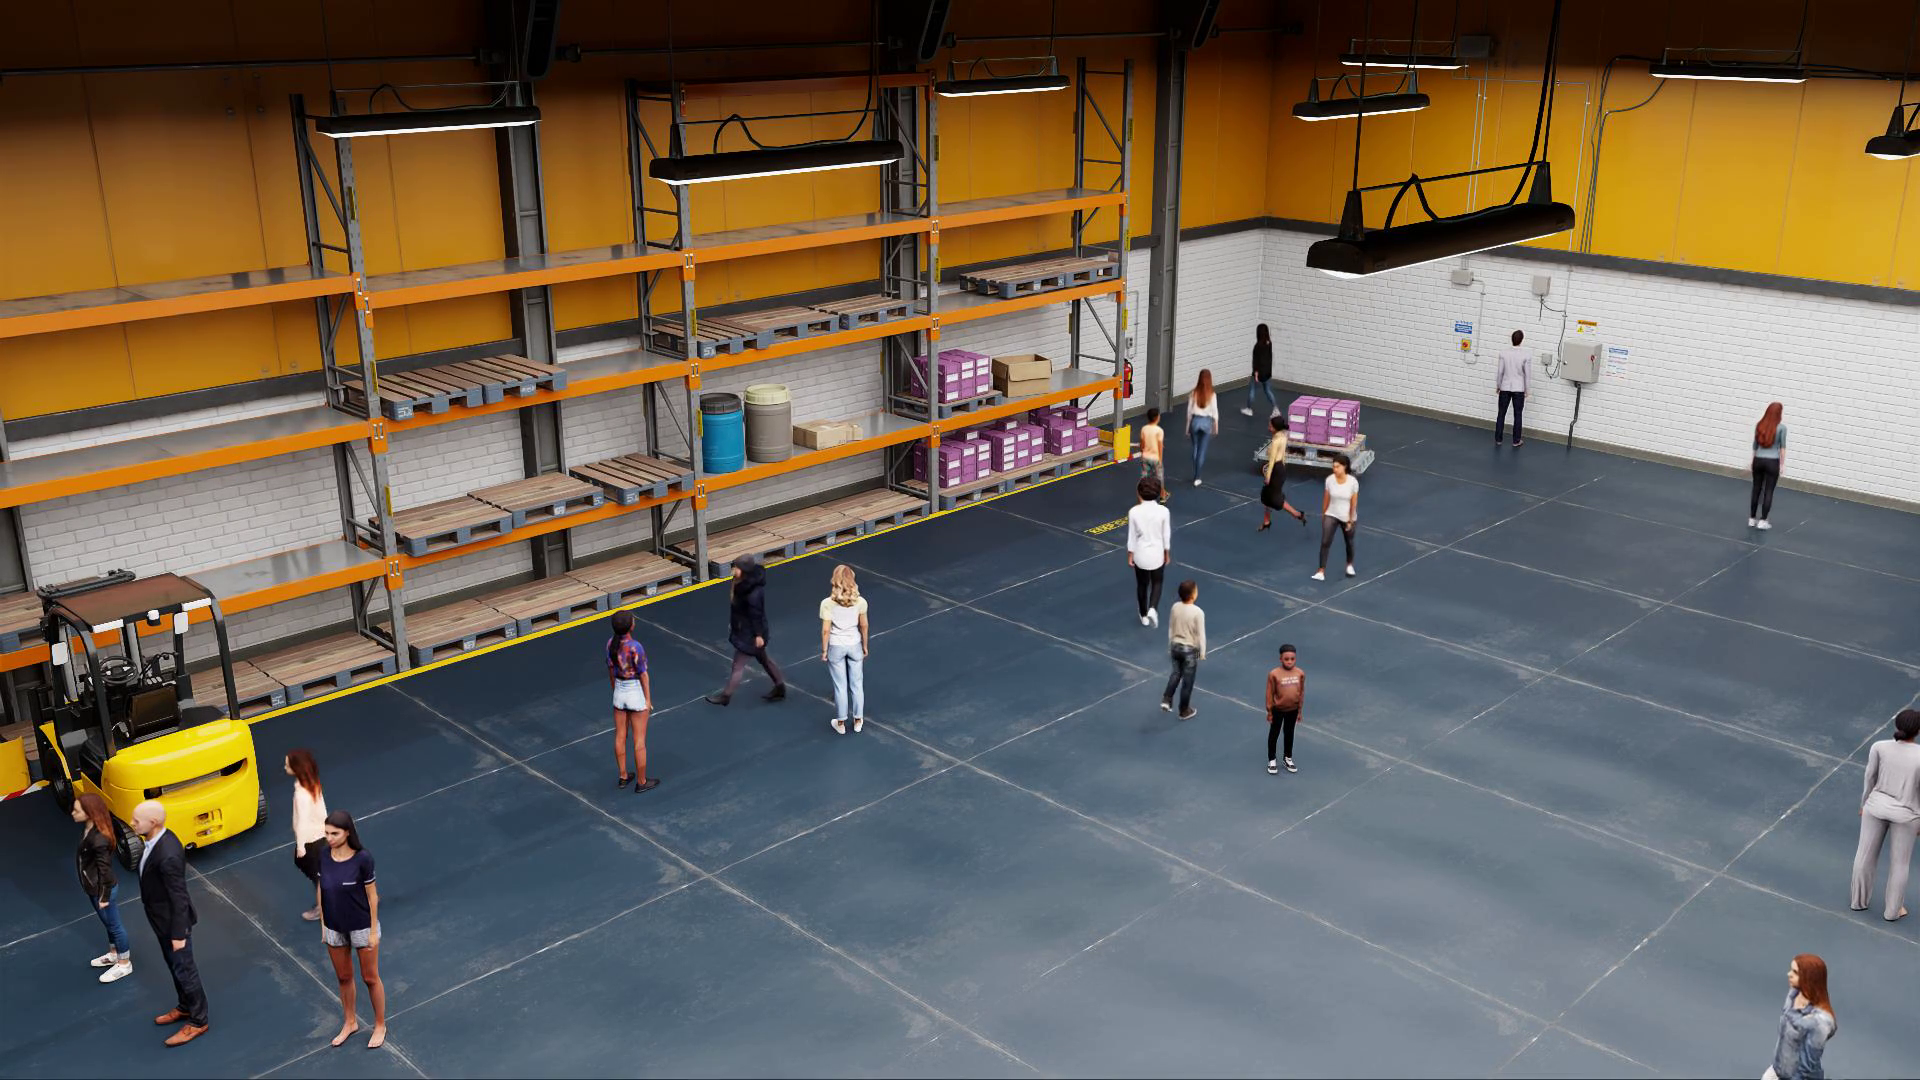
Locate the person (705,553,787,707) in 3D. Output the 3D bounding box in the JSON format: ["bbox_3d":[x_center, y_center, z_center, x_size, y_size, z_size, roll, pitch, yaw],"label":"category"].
[{"bbox_3d":[-2.048,0.925,16.905,1.178,1.621,1.012,-4,19,-13],"label":"person"}]

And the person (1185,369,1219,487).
[{"bbox_3d":[3.507,-1.629,24.351,0.802,1.708,0.965,8,20,22],"label":"person"}]

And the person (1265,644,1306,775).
[{"bbox_3d":[3.042,1.563,15.584,0.577,1.255,0.658,-3,19,-8],"label":"person"}]

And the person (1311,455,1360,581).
[{"bbox_3d":[4.725,-0.279,20.523,0.808,1.595,1.053,5,19,15],"label":"person"}]

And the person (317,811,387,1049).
[{"bbox_3d":[-4.201,2.671,11.491,0.653,1.767,0.692,2,19,7],"label":"person"}]

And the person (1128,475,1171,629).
[{"bbox_3d":[2.154,0.172,18.865,0.932,1.797,1.029,2,19,7],"label":"person"}]

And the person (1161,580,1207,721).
[{"bbox_3d":[2.203,1.118,16.590,0.552,1.457,0.612,16,24,39],"label":"person"}]

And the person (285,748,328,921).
[{"bbox_3d":[-5.033,2.300,13.050,0.678,1.475,0.667,-5,19,-15],"label":"person"}]

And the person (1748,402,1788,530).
[{"bbox_3d":[10.902,-1.018,22.481,0.570,1.744,0.540,17,25,42],"label":"person"}]

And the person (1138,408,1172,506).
[{"bbox_3d":[2.639,-1.100,23.217,0.696,1.432,1.006,11,22,30],"label":"person"}]

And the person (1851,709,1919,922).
[{"bbox_3d":[7.345,2.145,13.104,0.645,1.736,0.537,16,24,39],"label":"person"}]

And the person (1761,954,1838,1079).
[{"bbox_3d":[5.089,3.259,9.927,1.161,1.652,1.064,-1,19,-3],"label":"person"}]

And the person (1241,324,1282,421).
[{"bbox_3d":[5.149,-2.812,28.010,1.048,1.617,0.802,-11,21,-29],"label":"person"}]

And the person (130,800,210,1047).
[{"bbox_3d":[-5.497,2.625,11.579,0.610,1.799,0.717,-14,23,-36],"label":"person"}]

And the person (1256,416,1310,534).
[{"bbox_3d":[4.266,-0.823,22.085,0.843,1.628,0.947,9,20,24],"label":"person"}]

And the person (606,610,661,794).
[{"bbox_3d":[-3.016,1.447,15.165,0.647,1.743,0.612,10,21,26],"label":"person"}]

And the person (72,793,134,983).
[{"bbox_3d":[-6.357,2.542,12.320,0.534,1.484,0.573,-15,23,-37],"label":"person"}]

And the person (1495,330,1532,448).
[{"bbox_3d":[8.795,-2.423,26.484,0.738,1.853,0.684,10,21,28],"label":"person"}]

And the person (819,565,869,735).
[{"bbox_3d":[-1.130,1.070,16.316,0.644,1.722,0.769,-5,19,-15],"label":"person"}]
